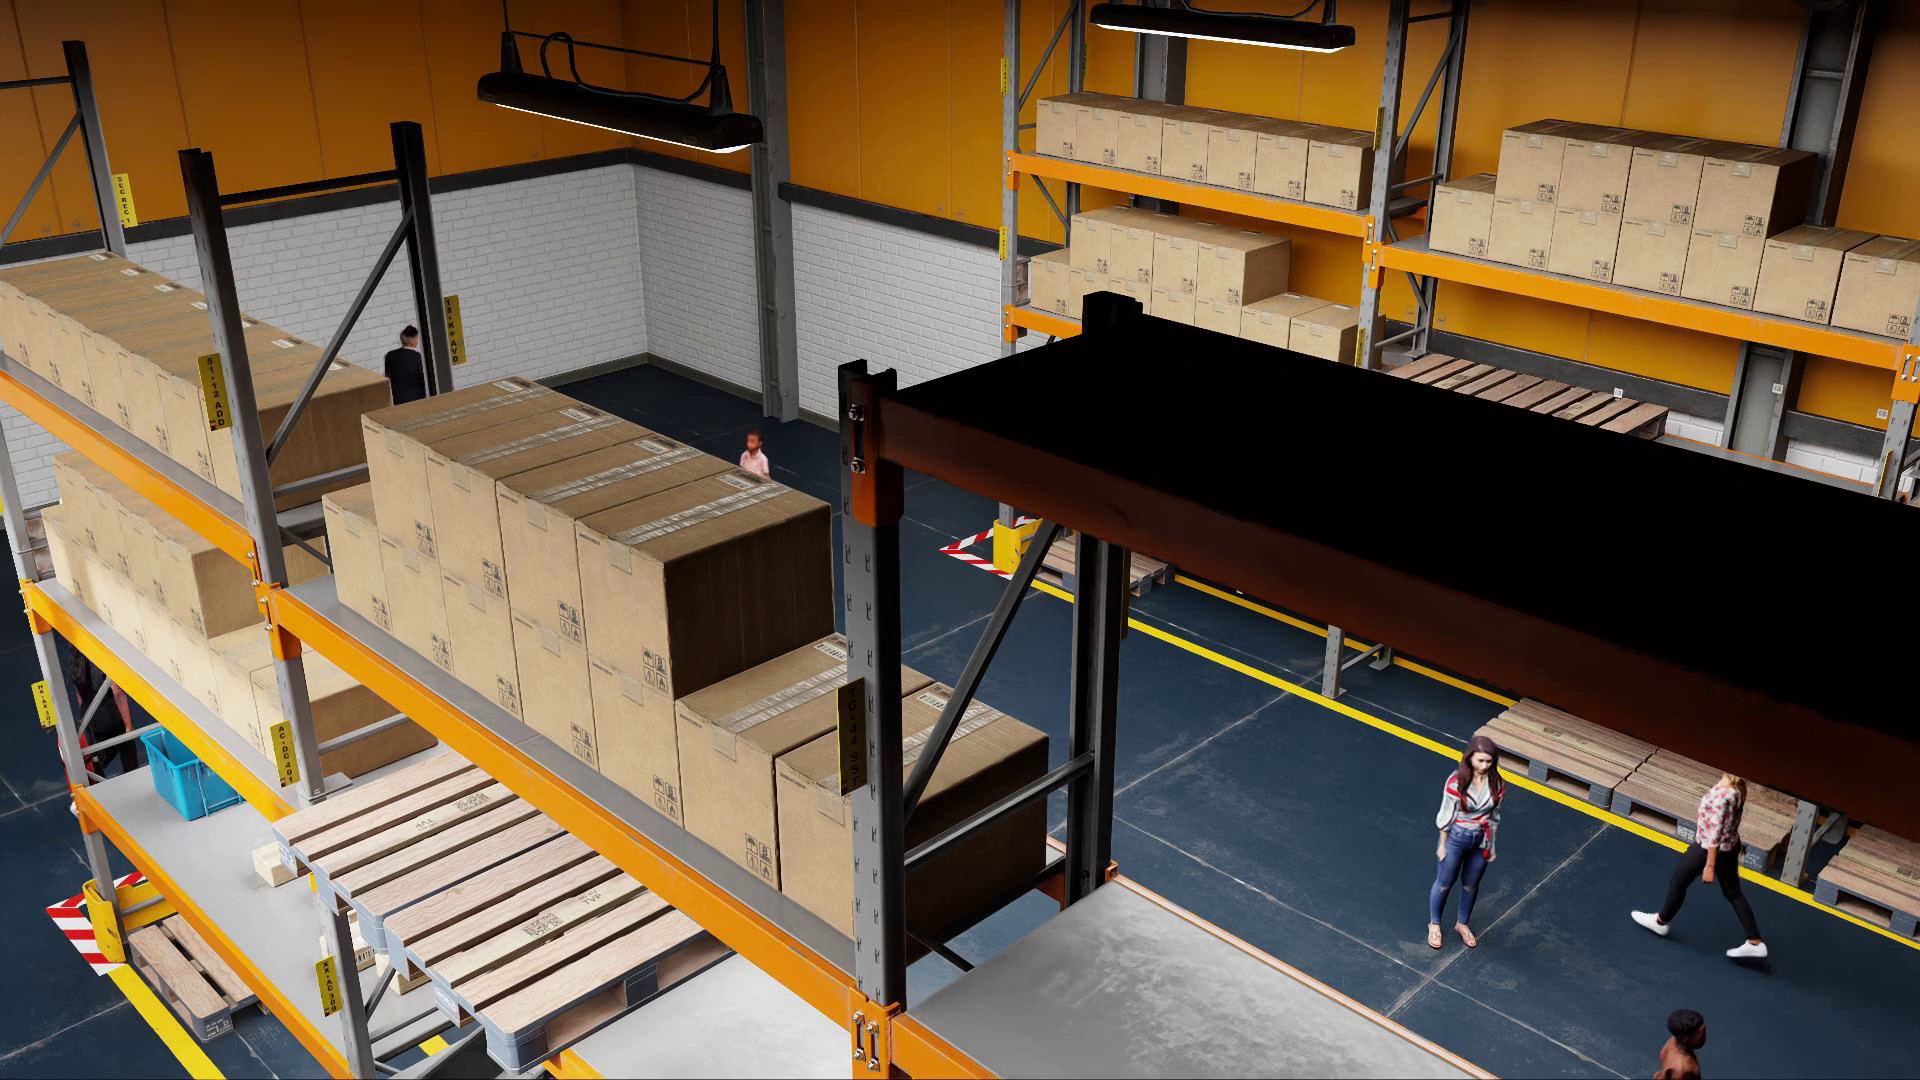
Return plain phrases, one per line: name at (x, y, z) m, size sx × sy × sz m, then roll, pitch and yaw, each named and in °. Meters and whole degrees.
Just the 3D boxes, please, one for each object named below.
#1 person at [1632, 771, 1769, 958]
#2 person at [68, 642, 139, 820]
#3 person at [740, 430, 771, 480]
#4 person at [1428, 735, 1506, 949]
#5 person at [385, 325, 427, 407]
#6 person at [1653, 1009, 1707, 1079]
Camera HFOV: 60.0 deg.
person at (5.175, 2.124, 11.200) m, size 1.096 × 1.596 × 0.560 m, roll 22°, pitch 32°, yaw 40°
person at (-6.566, 1.411, 12.682) m, size 0.967 × 1.716 × 0.909 m, roll 8°, pitch 25°, yaw 18°
person at (-2.140, -0.560, 17.744) m, size 0.869 × 1.272 × 0.652 m, roll 16°, pitch 28°, yaw 32°
person at (3.455, 2.045, 11.359) m, size 0.657 × 1.613 × 0.708 m, roll -1°, pitch 24°, yaw -2°
person at (-6.349, -1.561, 19.249) m, size 0.868 × 1.902 × 0.963 m, roll -2°, pitch 24°, yaw -5°
person at (3.944, 3.143, 9.302) m, size 0.588 × 1.249 × 0.588 m, roll 9°, pitch 25°, yaw 20°
